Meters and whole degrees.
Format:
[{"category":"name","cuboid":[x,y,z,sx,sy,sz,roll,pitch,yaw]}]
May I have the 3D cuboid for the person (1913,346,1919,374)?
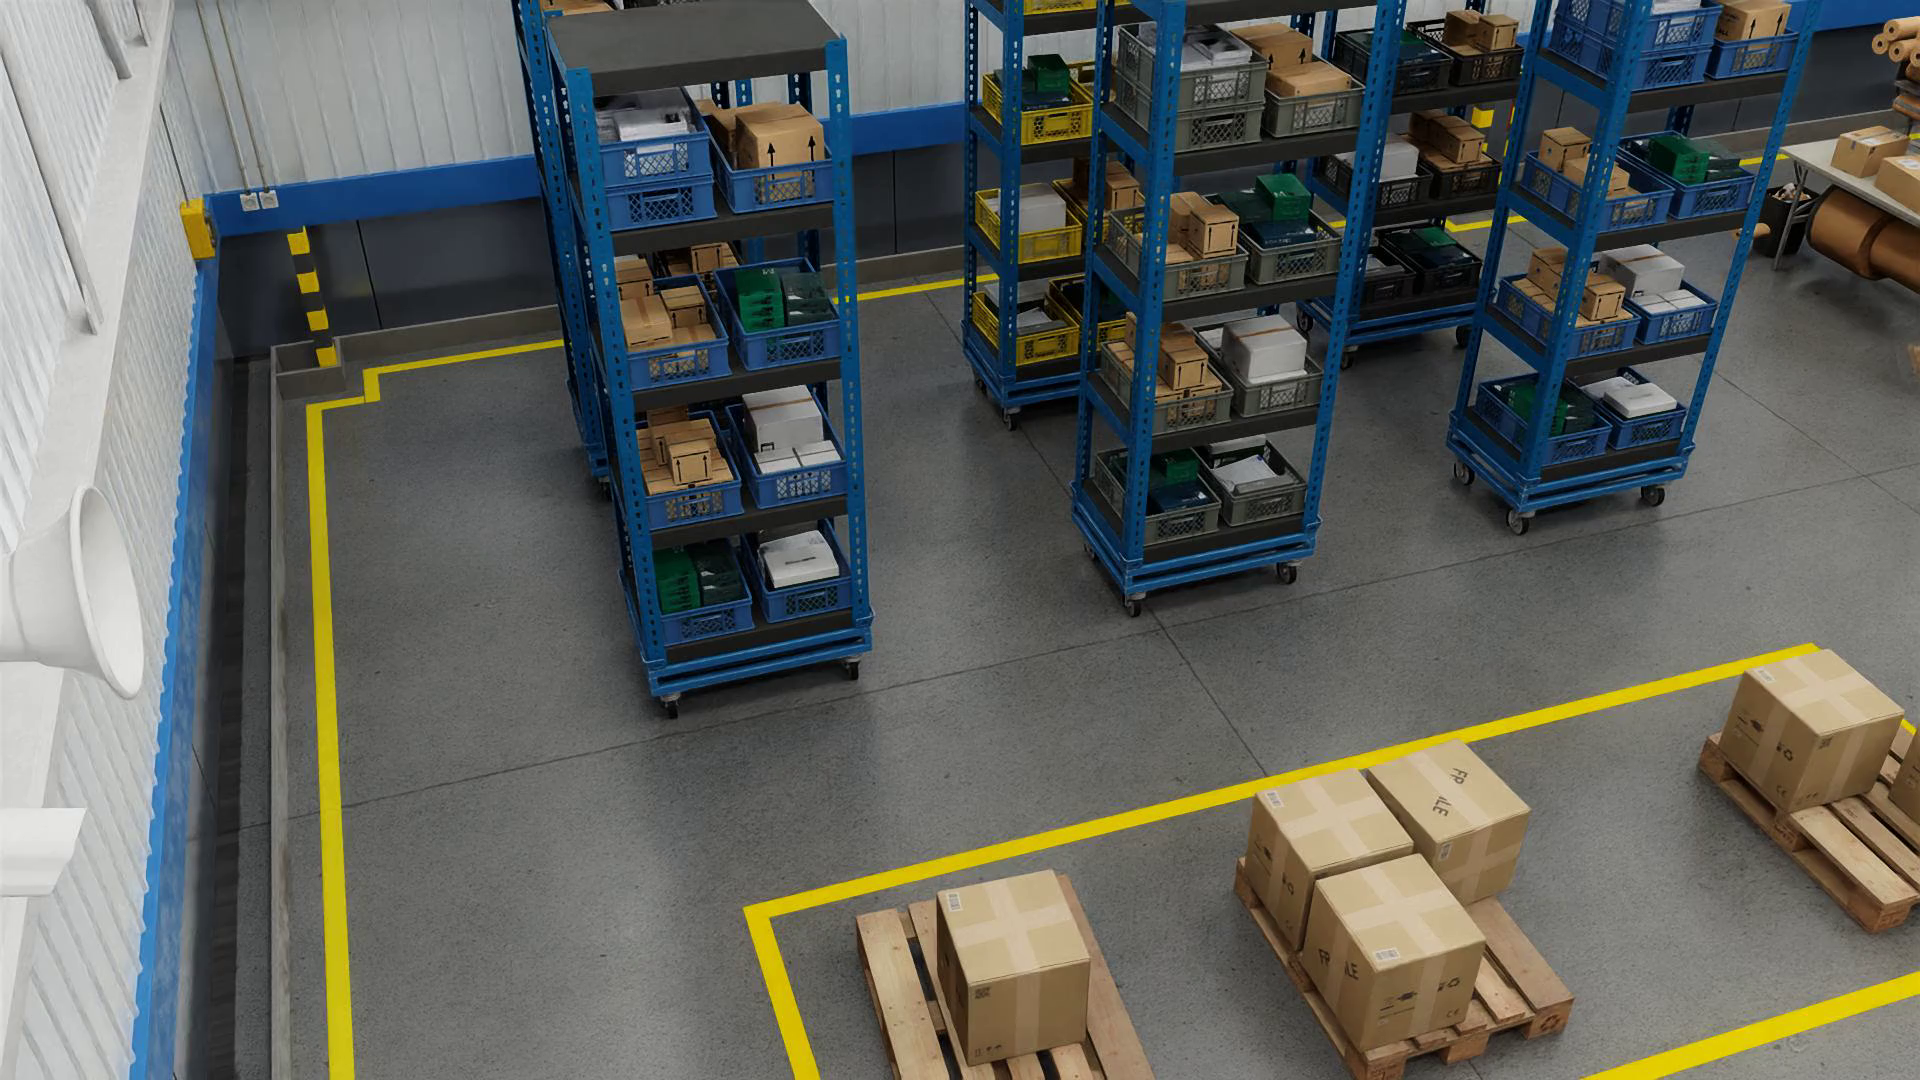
[{"category":"person","cuboid":[6.936,-1.696,11.073,0.615,1.867,0.589,21,40,27]}]
